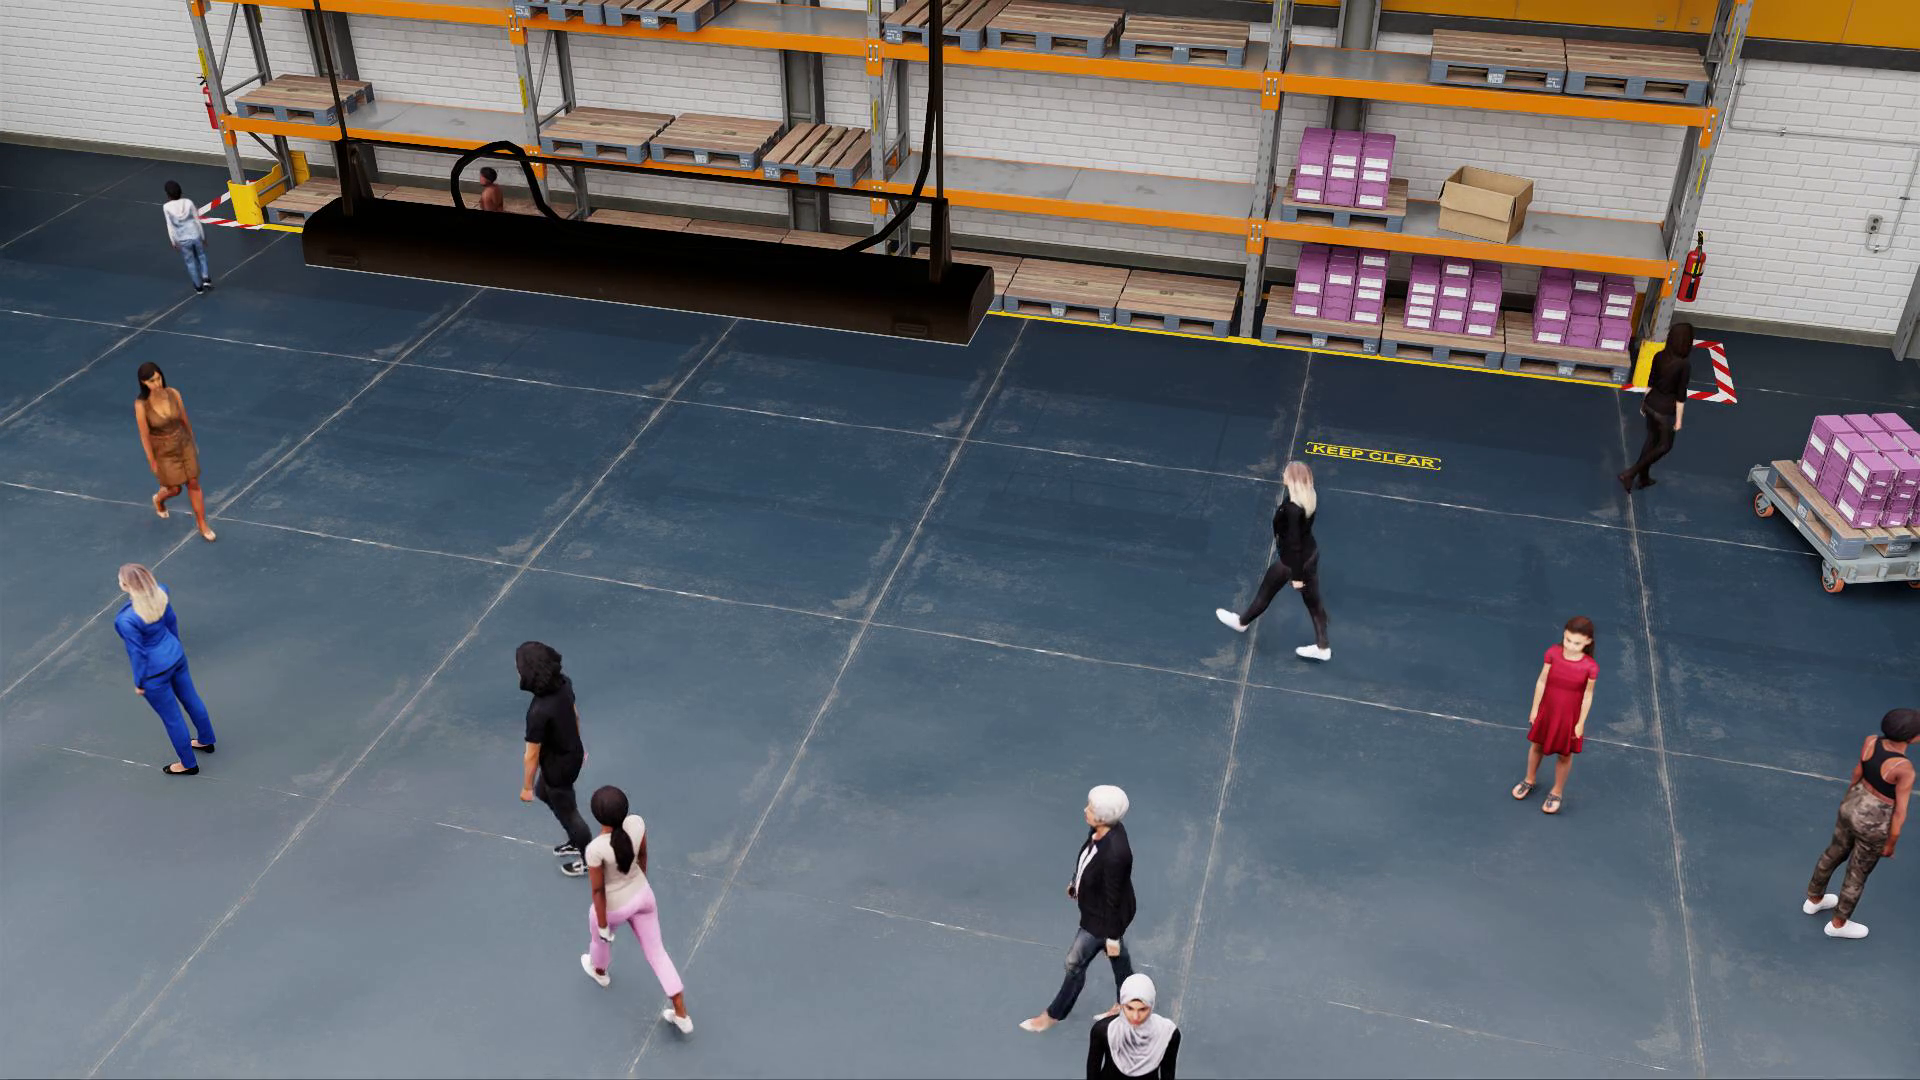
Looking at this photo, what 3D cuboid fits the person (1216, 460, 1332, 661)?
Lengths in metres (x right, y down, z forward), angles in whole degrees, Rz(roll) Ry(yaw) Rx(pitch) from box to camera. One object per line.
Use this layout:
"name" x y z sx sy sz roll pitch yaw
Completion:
"person" 2.605 0.207 12.455 1.221 1.632 0.820 17 37 23

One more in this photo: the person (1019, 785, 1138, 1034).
"person" 0.883 2.132 9.357 0.991 1.762 0.892 1 34 2

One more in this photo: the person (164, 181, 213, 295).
"person" -8.359 -3.265 18.025 0.595 1.249 0.653 -19 38 -26

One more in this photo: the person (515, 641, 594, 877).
"person" -2.441 1.412 10.475 0.693 1.818 0.679 3 34 5

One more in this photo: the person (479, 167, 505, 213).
"person" -5.100 -3.536 18.436 0.742 1.245 0.522 8 35 12

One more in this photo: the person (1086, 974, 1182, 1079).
"person" 0.838 2.832 8.372 0.540 1.780 0.705 1 34 2

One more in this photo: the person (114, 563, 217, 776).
"person" -5.460 0.867 11.399 0.548 1.701 0.621 7 34 10

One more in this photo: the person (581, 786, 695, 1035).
"person" -1.848 2.137 9.498 1.247 1.692 0.985 28 42 35

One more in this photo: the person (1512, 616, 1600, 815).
"person" 4.029 1.136 11.130 0.628 1.551 0.687 20 39 28

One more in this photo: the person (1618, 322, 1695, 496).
"person" 6.031 -1.099 14.420 0.921 1.631 0.838 -14 36 -20

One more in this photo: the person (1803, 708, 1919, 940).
"person" 5.527 1.704 10.143 0.672 1.700 0.658 -7 34 -10

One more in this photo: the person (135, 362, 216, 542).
"person" -6.610 -0.748 13.854 0.905 1.673 0.727 20 38 27
